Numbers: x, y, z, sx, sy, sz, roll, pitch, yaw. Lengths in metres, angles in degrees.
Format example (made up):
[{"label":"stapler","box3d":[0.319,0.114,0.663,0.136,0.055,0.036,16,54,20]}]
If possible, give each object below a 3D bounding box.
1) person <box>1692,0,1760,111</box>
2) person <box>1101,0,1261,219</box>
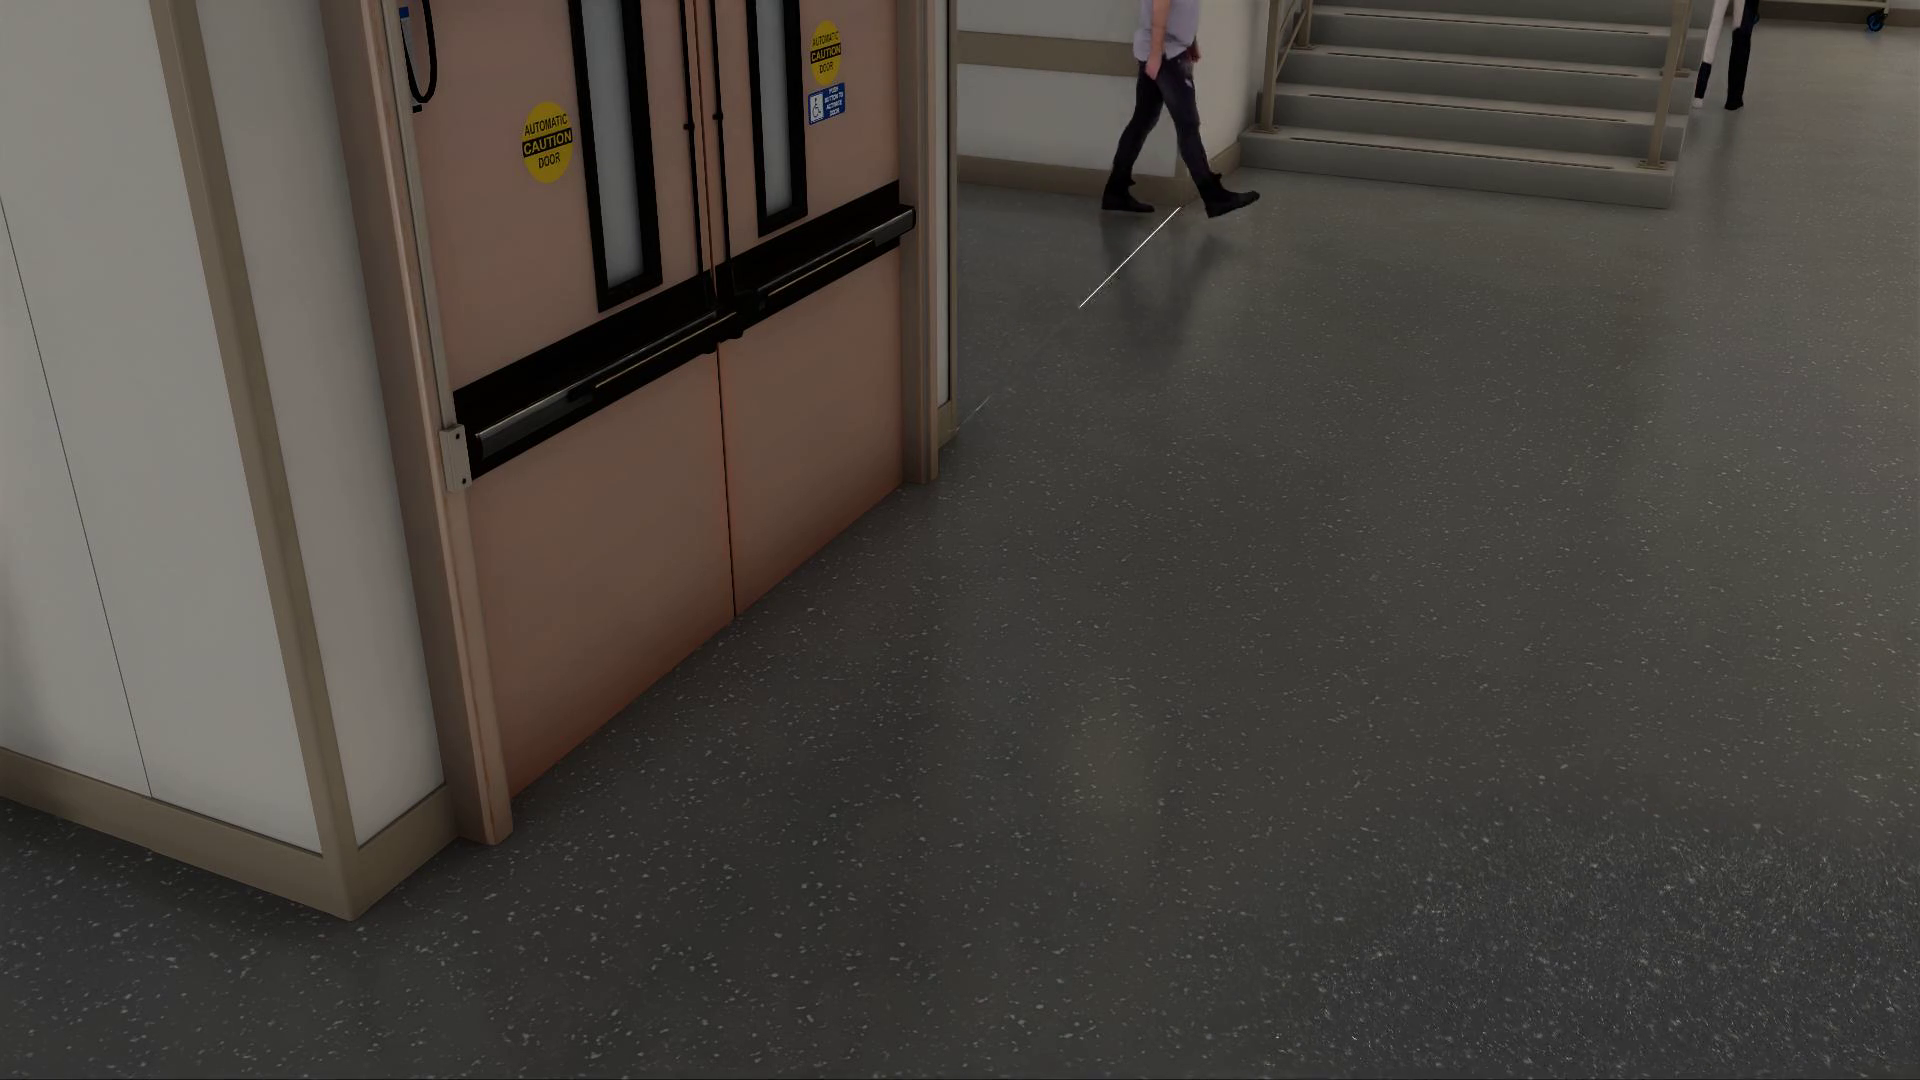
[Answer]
[{"label":"person","box3d":[5.610,-4.101,12.034,0.715,1.890,0.621,8,27,16]},{"label":"person","box3d":[1.028,-2.667,9.167,0.959,1.797,1.144,4,26,9]}]
